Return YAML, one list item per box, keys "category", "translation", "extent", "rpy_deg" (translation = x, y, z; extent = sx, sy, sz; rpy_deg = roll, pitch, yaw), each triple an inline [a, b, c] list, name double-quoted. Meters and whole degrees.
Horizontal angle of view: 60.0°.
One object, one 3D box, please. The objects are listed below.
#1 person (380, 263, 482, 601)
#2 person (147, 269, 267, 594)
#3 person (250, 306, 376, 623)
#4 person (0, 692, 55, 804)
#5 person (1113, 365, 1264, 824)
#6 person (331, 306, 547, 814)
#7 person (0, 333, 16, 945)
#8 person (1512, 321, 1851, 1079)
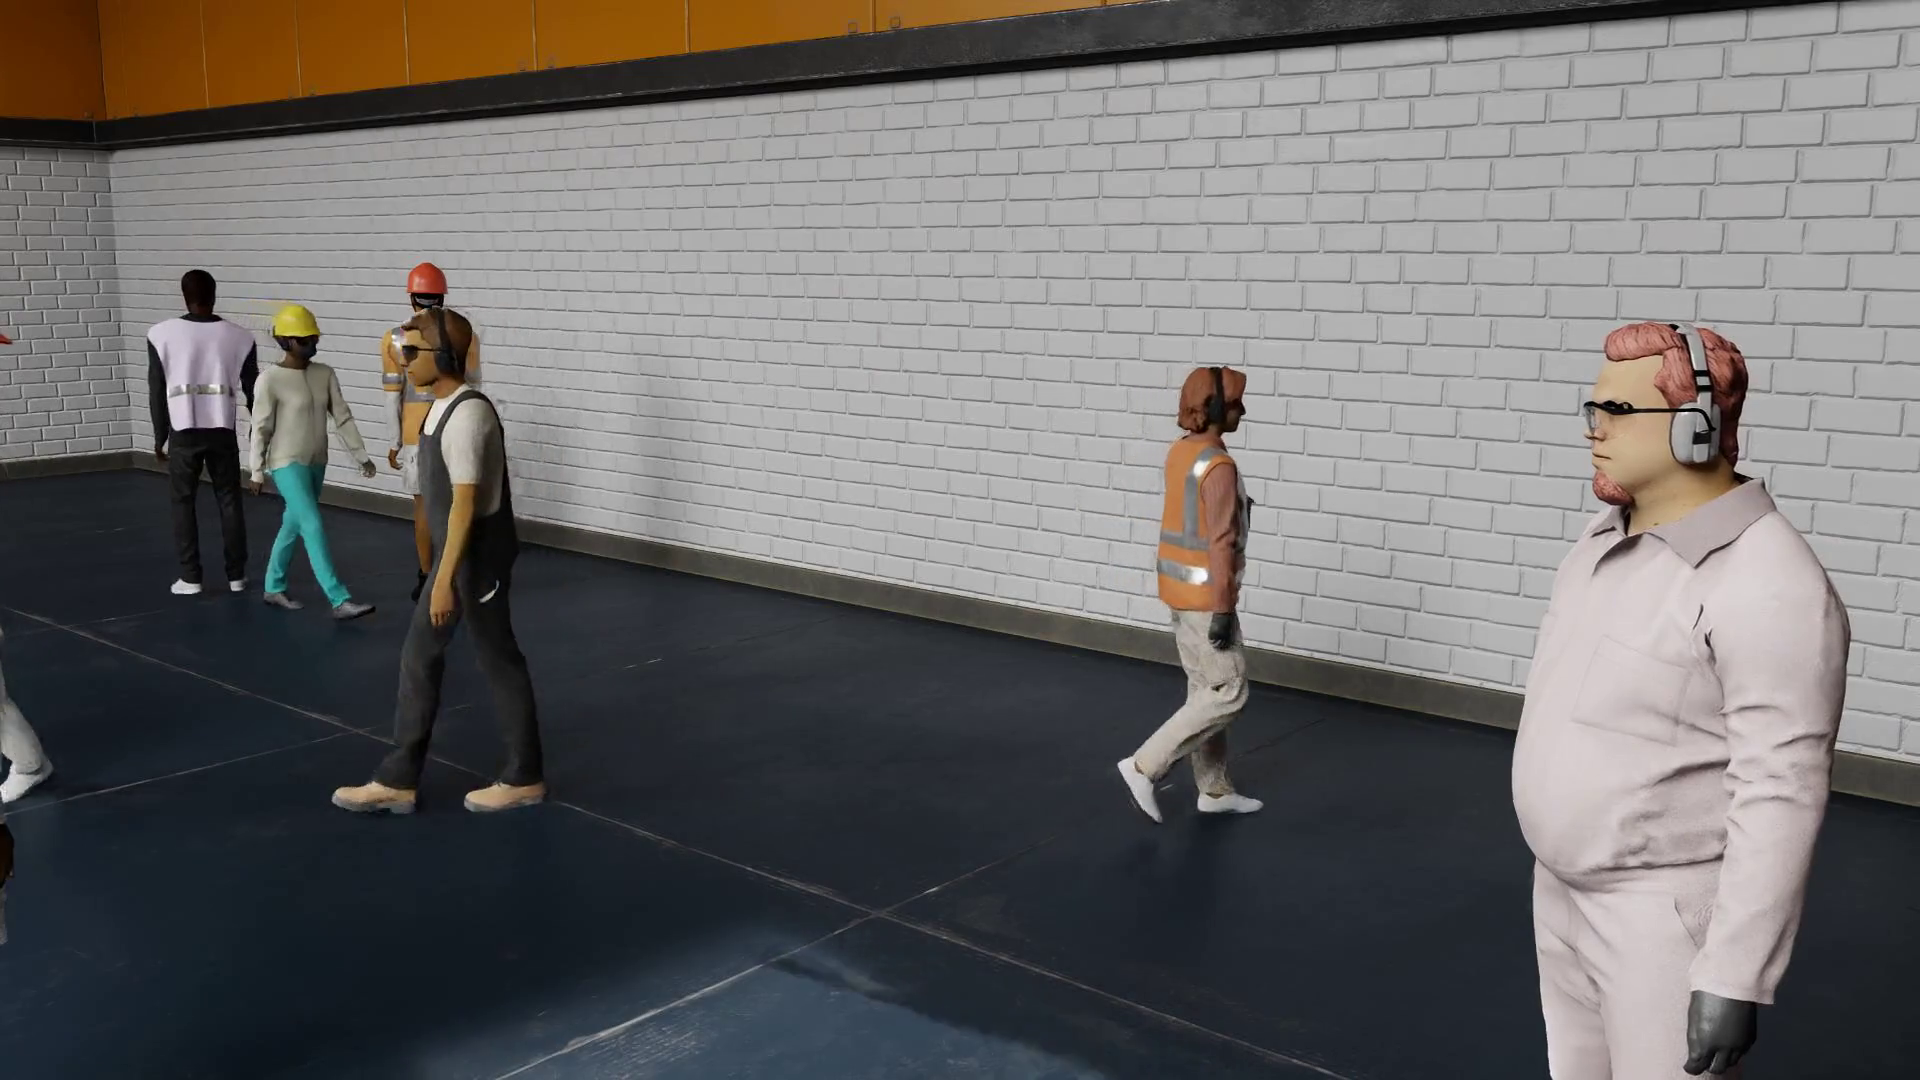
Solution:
- category: "person"
  translation: [-2.999, -0.602, 9.499]
  extent: [0.547, 1.939, 0.376]
  rpy_deg: [-4, 11, -23]
- category: "person"
  translation: [-4.391, -0.626, 9.754]
  extent: [0.625, 1.896, 0.468]
  rpy_deg: [-7, 12, -33]
- category: "person"
  translation: [-3.569, -0.413, 9.070]
  extent: [0.937, 1.713, 0.531]
  rpy_deg: [4, 11, 22]
- category: "person"
  translation: [-3.624, 0.230, 5.770]
  extent: [0.524, 1.610, 0.792]
  rpy_deg: [5, 11, 26]
- category: "person"
  translation: [0.827, 0.207, 5.784]
  extent: [0.540, 1.626, 0.538]
  rpy_deg: [-2, 10, -10]
- category: "person"
  translation: [-1.864, 0.106, 5.807]
  extent: [0.837, 1.814, 0.547]
  rpy_deg: [-6, 11, -29]
- category: "person"
  translation: [-2.009, 0.441, 3.271]
  extent: [0.615, 2.038, 0.395]
  rpy_deg: [8, 13, 40]
- category: "person"
  translation: [1.111, 0.598, 2.756]
  extent: [0.409, 1.906, 0.652]
  rpy_deg: [-1, 10, -6]
